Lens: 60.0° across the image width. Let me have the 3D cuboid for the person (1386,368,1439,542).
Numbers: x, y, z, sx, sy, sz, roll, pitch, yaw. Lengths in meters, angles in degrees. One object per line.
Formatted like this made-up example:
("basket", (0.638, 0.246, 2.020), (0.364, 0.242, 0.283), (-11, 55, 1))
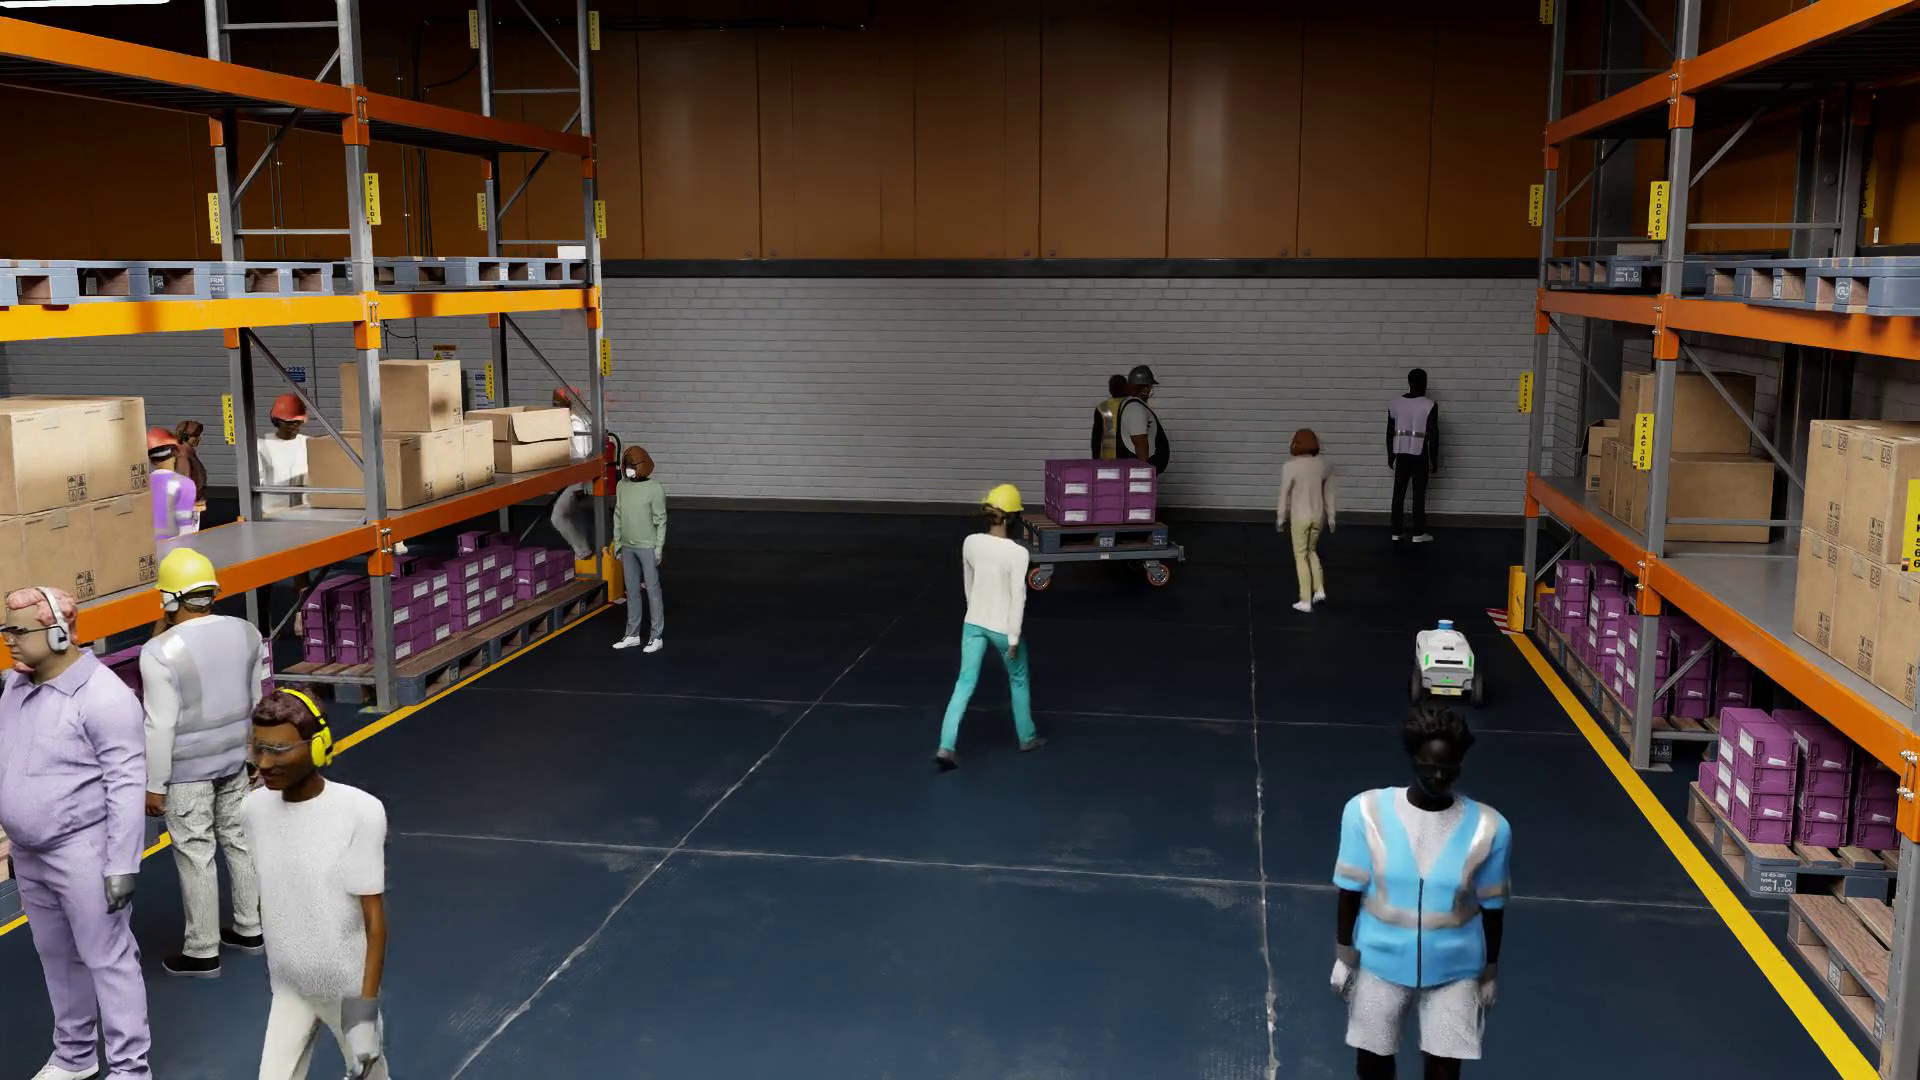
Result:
("person", (4.995, -0.935, 18.395), (0.592, 1.916, 0.375), (8, 12, 42))

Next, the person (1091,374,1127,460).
("person", (1.810, -0.959, 18.806), (0.672, 1.831, 0.529), (-1, 9, -4))

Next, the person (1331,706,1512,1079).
("person", (1.451, 1.310, 5.261), (0.539, 1.678, 0.611), (2, 10, 15))

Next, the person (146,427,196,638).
("person", (-5.580, 0.158, 11.726), (0.569, 1.890, 0.525), (2, 10, 15))

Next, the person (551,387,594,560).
("person", (-3.834, -0.568, 16.289), (0.423, 1.869, 0.582), (-3, 10, -17))

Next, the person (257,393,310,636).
("person", (-5.432, -0.182, 13.443), (0.546, 2.013, 0.665), (9, 13, 43))

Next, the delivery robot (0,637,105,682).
("delivery robot", (-6.392, 0.783, 11.697), (0.477, 0.478, 0.707), (4, 10, 22))

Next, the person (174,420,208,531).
("person", (-7.000, -0.269, 15.145), (0.312, 1.638, 0.512), (-4, 10, -23))

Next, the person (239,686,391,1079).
("person", (-1.850, 1.329, 4.743), (0.544, 1.812, 0.958), (2, 9, 12))

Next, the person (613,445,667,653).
("person", (-2.524, 0.068, 13.084), (0.499, 1.632, 0.281), (5, 11, 30))

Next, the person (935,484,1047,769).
("person", (0.179, 0.514, 10.078), (0.521, 1.717, 0.934), (6, 11, 34))

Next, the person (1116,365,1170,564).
("person", (1.860, -0.760, 16.935), (0.537, 2.000, 0.679), (-1, 9, -8))

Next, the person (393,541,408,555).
("person", (-6.091, -0.677, 17.478), (0.531, 1.698, 0.320), (-1, 9, -6))

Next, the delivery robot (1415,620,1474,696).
("delivery robot", (3.375, 0.801, 11.590), (0.477, 0.478, 0.707), (2, 9, 11))

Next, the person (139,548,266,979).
("person", (-3.235, 0.941, 7.086), (0.404, 1.830, 0.603), (4, 10, 23))

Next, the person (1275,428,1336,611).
("person", (3.052, -0.174, 14.653), (0.507, 1.611, 0.391), (-4, 10, -22))

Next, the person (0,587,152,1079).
("person", (-3.161, 1.102, 5.866), (0.651, 1.906, 0.403), (5, 10, 27))
